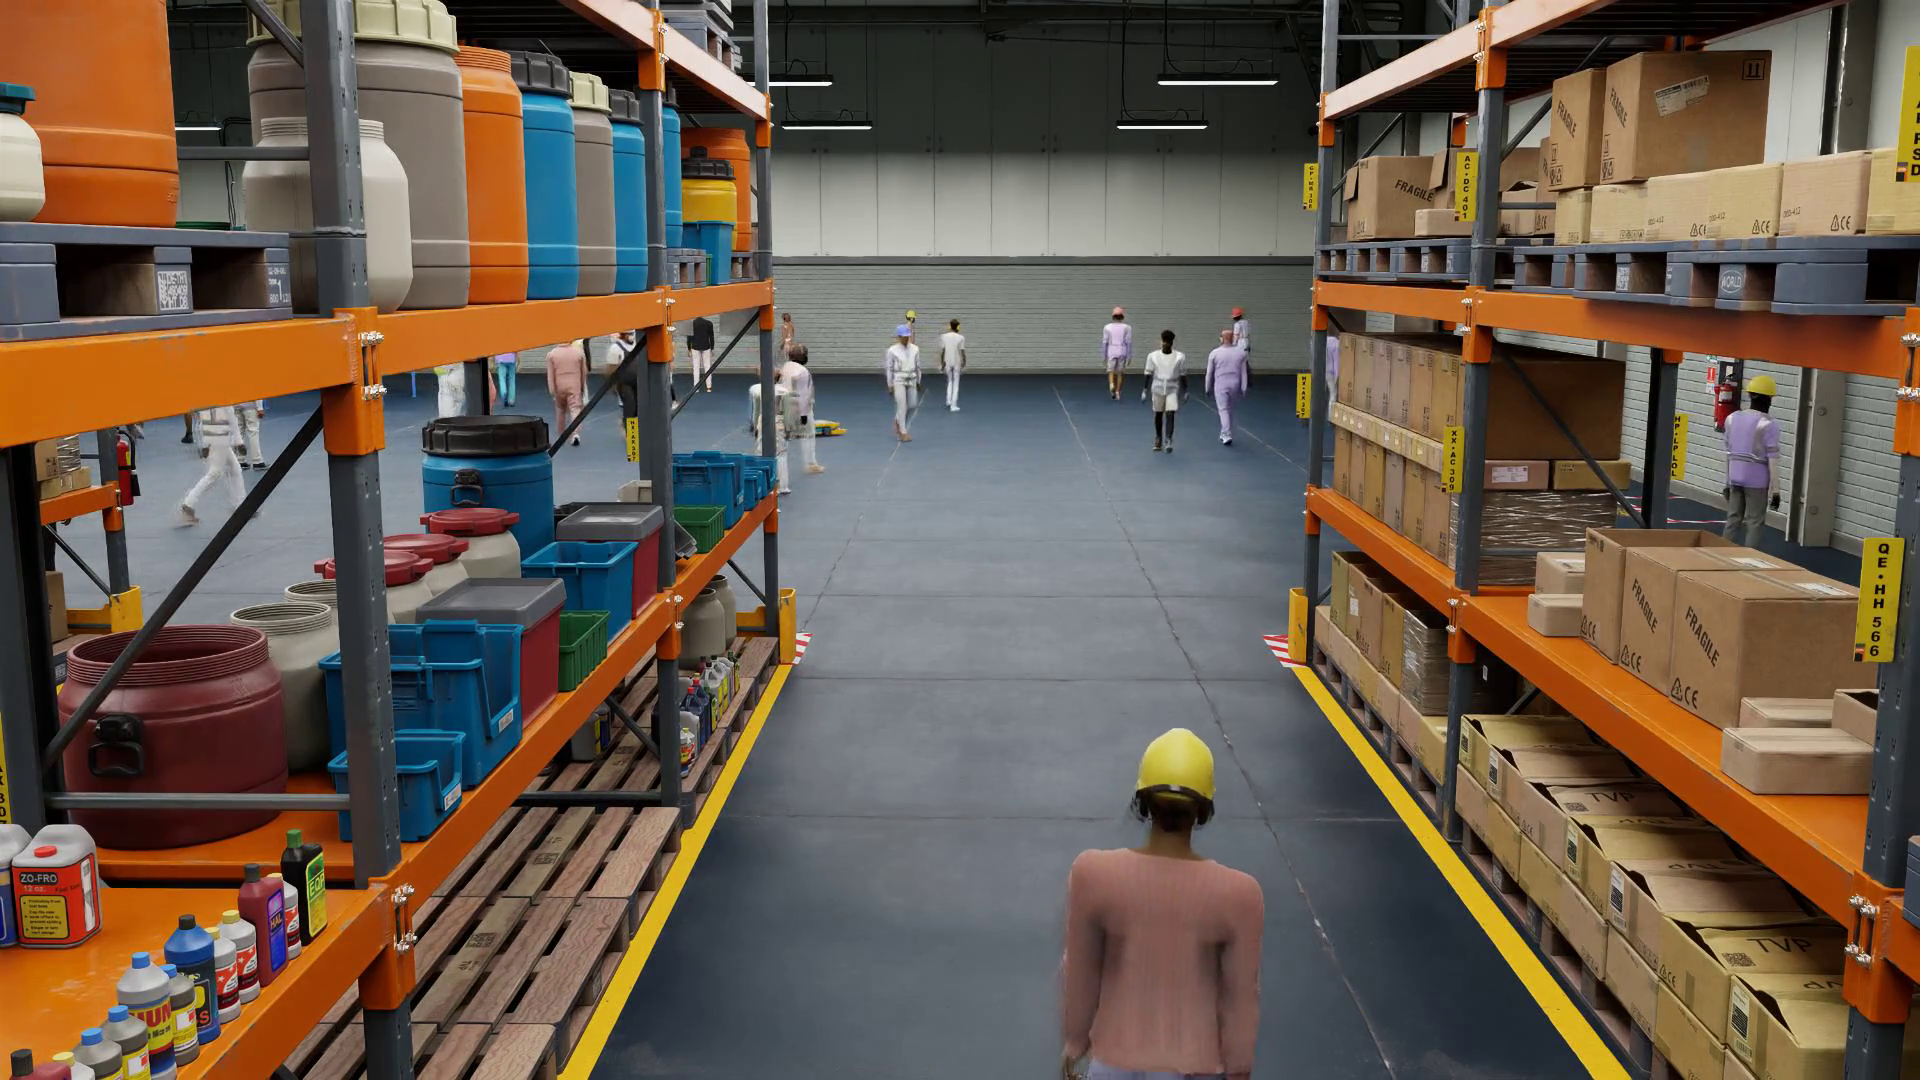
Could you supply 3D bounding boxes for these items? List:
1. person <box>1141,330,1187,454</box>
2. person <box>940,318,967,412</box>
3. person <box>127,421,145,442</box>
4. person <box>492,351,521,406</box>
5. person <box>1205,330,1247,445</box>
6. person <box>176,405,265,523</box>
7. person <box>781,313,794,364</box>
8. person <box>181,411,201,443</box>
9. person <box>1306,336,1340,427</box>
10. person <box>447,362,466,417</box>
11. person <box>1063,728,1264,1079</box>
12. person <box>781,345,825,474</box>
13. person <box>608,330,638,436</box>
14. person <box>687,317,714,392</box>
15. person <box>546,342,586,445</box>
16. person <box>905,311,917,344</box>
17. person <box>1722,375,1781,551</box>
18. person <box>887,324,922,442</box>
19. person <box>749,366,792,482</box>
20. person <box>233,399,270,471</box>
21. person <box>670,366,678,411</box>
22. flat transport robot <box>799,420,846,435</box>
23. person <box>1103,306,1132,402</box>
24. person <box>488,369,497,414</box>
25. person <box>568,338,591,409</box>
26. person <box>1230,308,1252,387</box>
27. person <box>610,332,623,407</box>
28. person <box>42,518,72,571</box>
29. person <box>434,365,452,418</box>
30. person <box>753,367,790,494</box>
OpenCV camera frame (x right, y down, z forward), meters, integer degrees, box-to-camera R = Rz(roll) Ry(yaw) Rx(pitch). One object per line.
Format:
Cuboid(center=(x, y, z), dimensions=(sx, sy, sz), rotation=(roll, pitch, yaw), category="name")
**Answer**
Cuboid(center=(3.190, -2.318, 25.964), dimensions=(0.691, 1.898, 1.042), rotation=(1, 10, 9), category="person")
Cuboid(center=(-0.111, -3.492, 33.138), dimensions=(0.554, 1.846, 0.473), rotation=(4, 10, 25), category="person")
Cuboid(center=(-13.713, -2.542, 27.533), dimensions=(0.538, 1.829, 0.402), rotation=(-3, 10, -18), category="person")
Cuboid(center=(-9.289, -3.635, 34.085), dimensions=(0.577, 1.828, 0.713), rotation=(-3, 10, -17), category="person")
Cuboid(center=(4.348, -2.490, 27.156), dimensions=(0.653, 1.855, 1.023), rotation=(-1, 10, -7), category="person")
Cuboid(center=(-8.521, -1.124, 18.993), dimensions=(0.949, 1.846, 0.583), rotation=(-9, 13, -43), category="person")
Cuboid(center=(-4.493, -5.089, 43.324), dimensions=(0.315, 1.641, 0.514), rotation=(5, 11, 28), category="person")
Cuboid(center=(-12.685, -2.575, 27.375), dimensions=(0.375, 1.939, 0.546), rotation=(9, 13, 44), category="person")
Cuboid(center=(6.592, -2.996, 29.972), dimensions=(0.768, 1.916, 0.636), rotation=(-8, 12, -38), category="person")
Cuboid(center=(-8.728, -2.721, 28.870), dimensions=(0.411, 1.728, 0.497), rotation=(-7, 12, -35), category="person")
Cuboid(center=(0.516, 1.368, 4.341), dimensions=(0.525, 1.743, 0.693), rotation=(2, 10, 10), category="person")
Cuboid(center=(-2.312, -1.821, 23.228), dimensions=(0.817, 1.814, 0.631), rotation=(-7, 12, -35), category="person")
Cuboid(center=(-5.456, -2.603, 27.365), dimensions=(0.710, 2.000, 0.692), rotation=(8, 12, 40), category="person")
Cuboid(center=(-5.923, -4.373, 37.981), dimensions=(0.621, 1.989, 0.398), rotation=(-2, 10, -15), category="person")
Cuboid(center=(-6.410, -2.492, 27.128), dimensions=(0.630, 1.863, 1.013), rotation=(-3, 10, -16), category="person")
Cuboid(center=(-1.227, -4.778, 41.118), dimensions=(0.337, 1.757, 0.518), rotation=(1, 10, 6), category="person")
Cuboid(center=(7.260, -0.549, 15.280), dimensions=(0.377, 1.926, 0.616), rotation=(-4, 10, -24), category="person")
Cuboid(center=(-0.959, -2.623, 27.673), dimensions=(0.621, 1.934, 0.586), rotation=(-6, 11, -31), category="person")
Cuboid(center=(-2.580, -1.542, 22.234), dimensions=(0.572, 1.593, 0.815), rotation=(4, 10, 22), category="person")
Cuboid(center=(-10.189, -1.912, 23.735), dimensions=(0.591, 1.828, 0.404), rotation=(3, 10, 17), category="person")
Cuboid(center=(-5.924, -3.374, 33.008), dimensions=(0.536, 1.655, 0.853), rotation=(5, 11, 27), category="person")
Cuboid(center=(-2.725, -1.911, 28.508), dimensions=(1.431, 0.197, 0.652), rotation=(-7, 12, -35), category="flat transport robot")
Cuboid(center=(3.344, -3.947, 35.367), dimensions=(0.606, 2.026, 0.632), rotation=(1, 10, 6), category="person")
Cuboid(center=(-6.363, -1.744, 22.221), dimensions=(0.373, 1.997, 0.616), rotation=(-2, 10, -15), category="person")
Cuboid(center=(-7.743, -3.528, 33.430), dimensions=(0.646, 1.826, 0.436), rotation=(1, 10, 7), category="person")
Cuboid(center=(6.727, -4.596, 39.664), dimensions=(0.395, 1.889, 0.721), rotation=(8, 12, 39), category="person")
Cuboid(center=(-6.833, -3.698, 34.193), dimensions=(0.639, 1.910, 0.407), rotation=(2, 10, 12), category="person")
Cuboid(center=(-7.652, -0.278, 13.686), dimensions=(0.391, 1.915, 0.587), rotation=(8, 12, 40), category="person")
Cuboid(center=(-9.492, -3.085, 30.763), dimensions=(0.430, 1.836, 0.619), rotation=(-6, 11, -30), category="person")
Cuboid(center=(-2.407, -1.395, 21.231), dimensions=(0.519, 1.630, 0.317), rotation=(2, 10, 12), category="person")
